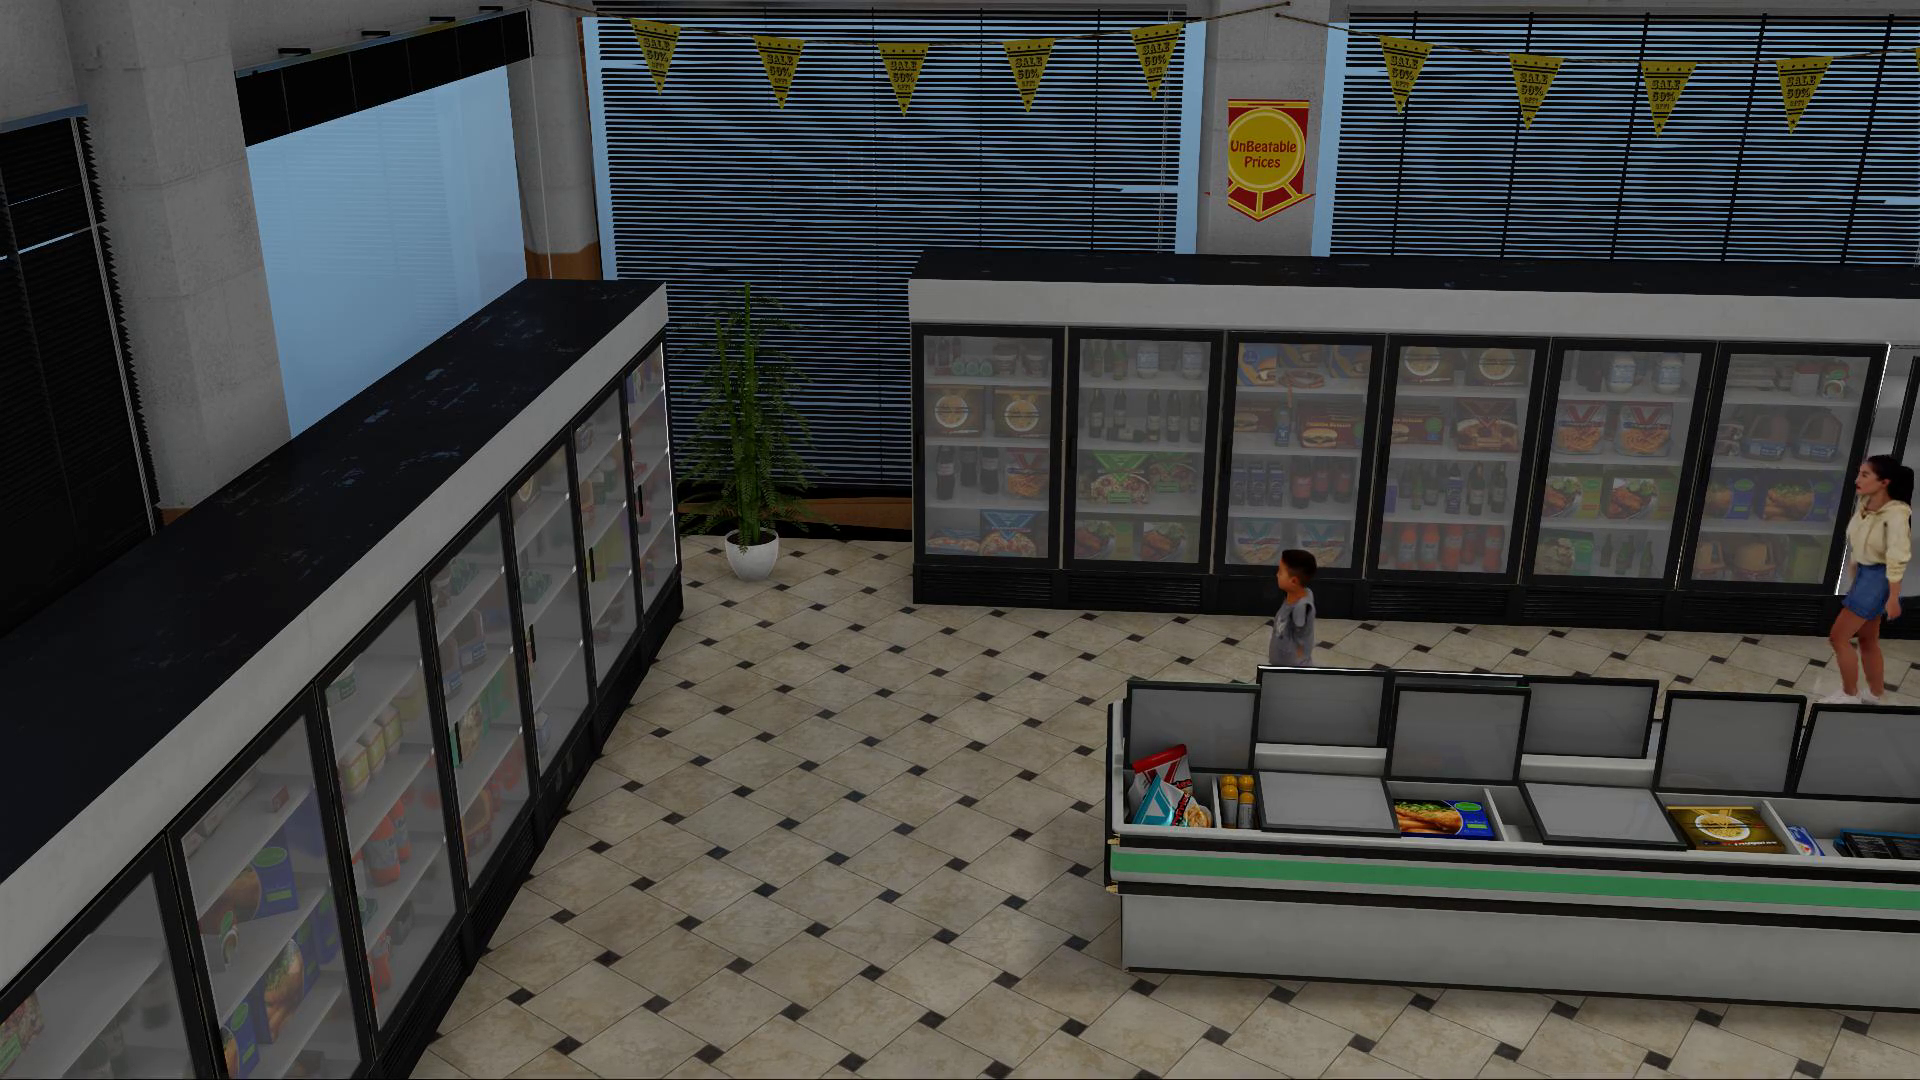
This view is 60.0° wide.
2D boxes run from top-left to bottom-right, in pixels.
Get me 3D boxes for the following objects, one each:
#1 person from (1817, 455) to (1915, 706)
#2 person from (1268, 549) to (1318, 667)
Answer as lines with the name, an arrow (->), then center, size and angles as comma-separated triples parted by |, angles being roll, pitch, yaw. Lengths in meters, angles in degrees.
person -> 5.437, 0.285, 9.819 | 0.651, 1.607, 0.627 | 2, 22, 5
person -> 1.811, 0.667, 9.073 | 0.506, 1.454, 0.596 | 0, 22, 0
